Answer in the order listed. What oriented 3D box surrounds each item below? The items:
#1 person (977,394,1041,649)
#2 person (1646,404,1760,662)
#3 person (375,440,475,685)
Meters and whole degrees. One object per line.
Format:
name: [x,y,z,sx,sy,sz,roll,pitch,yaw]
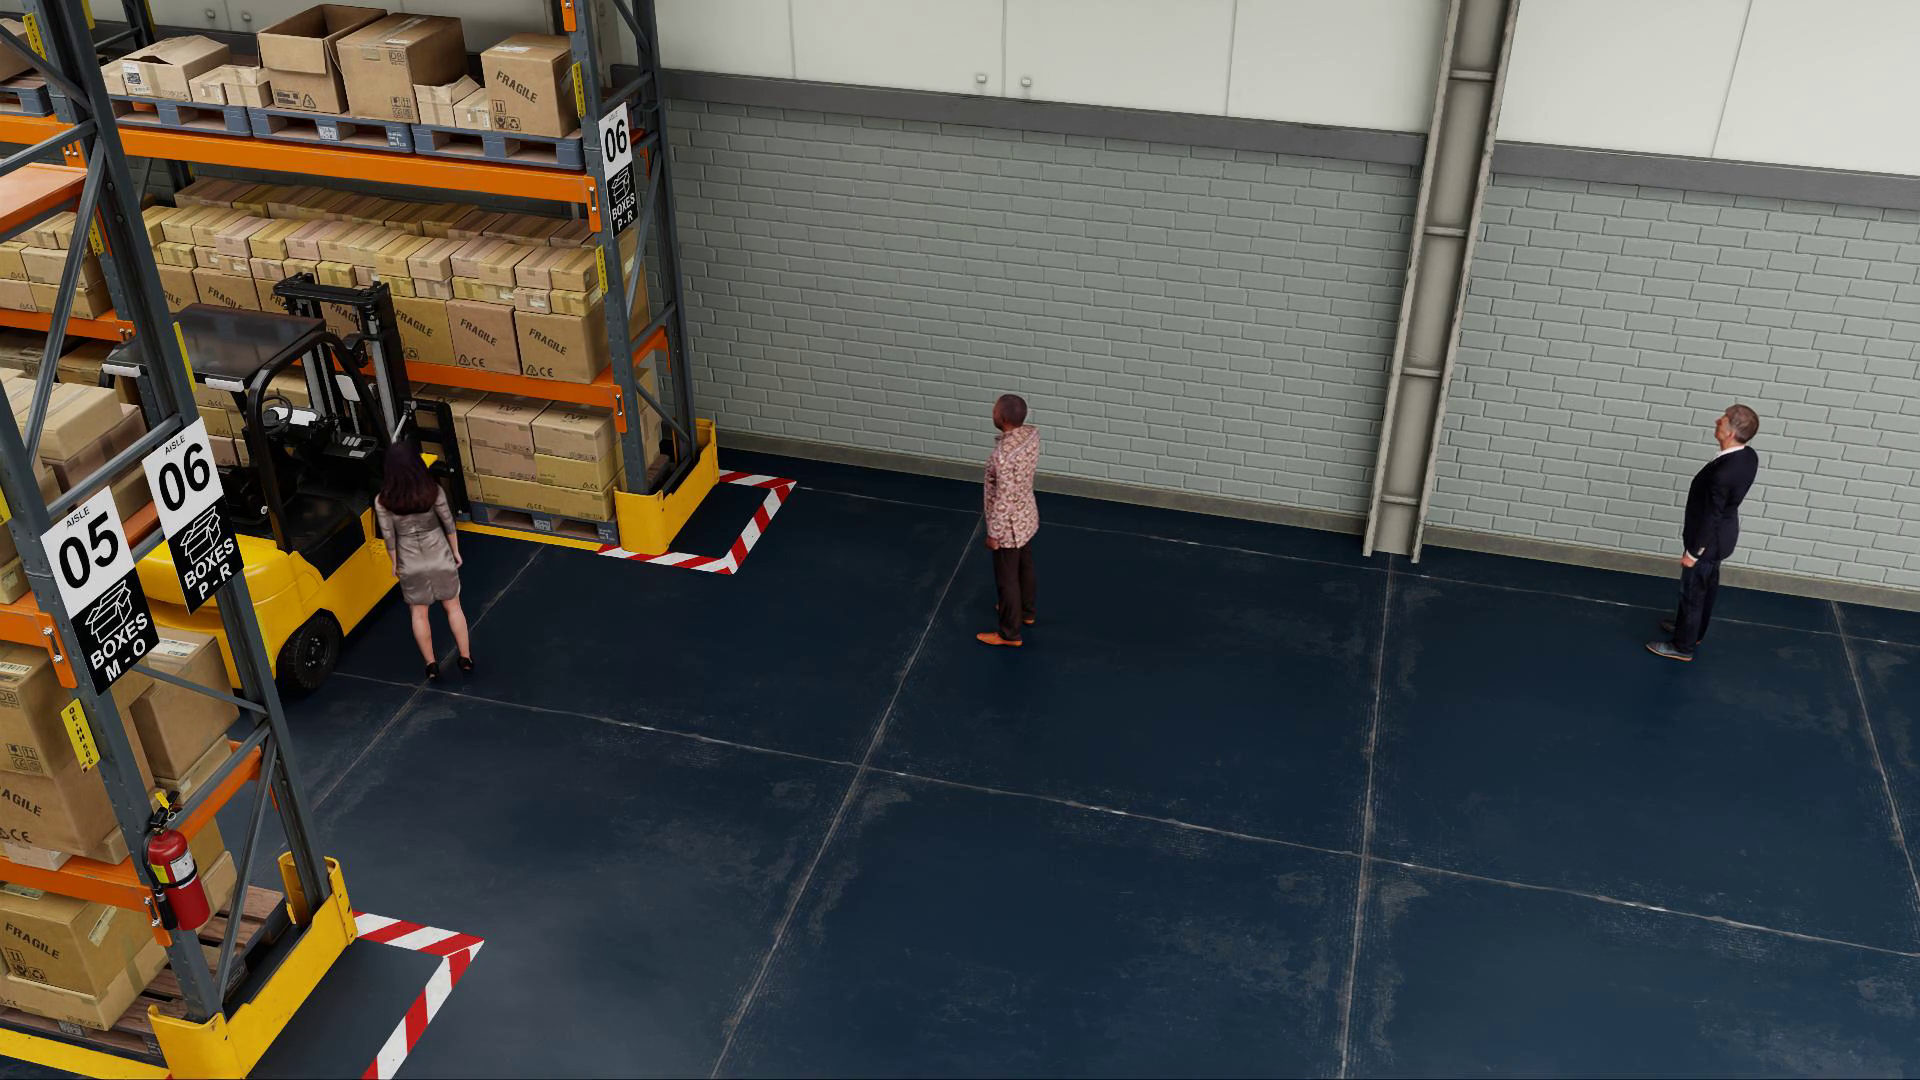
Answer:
person: [0.341,-0.131,10.782,0.644,1.808,0.736,14,36,21]
person: [4.804,-0.046,10.645,0.755,1.815,0.766,26,41,34]
person: [-3.347,0.144,10.415,0.616,1.747,0.723,-10,34,-14]
